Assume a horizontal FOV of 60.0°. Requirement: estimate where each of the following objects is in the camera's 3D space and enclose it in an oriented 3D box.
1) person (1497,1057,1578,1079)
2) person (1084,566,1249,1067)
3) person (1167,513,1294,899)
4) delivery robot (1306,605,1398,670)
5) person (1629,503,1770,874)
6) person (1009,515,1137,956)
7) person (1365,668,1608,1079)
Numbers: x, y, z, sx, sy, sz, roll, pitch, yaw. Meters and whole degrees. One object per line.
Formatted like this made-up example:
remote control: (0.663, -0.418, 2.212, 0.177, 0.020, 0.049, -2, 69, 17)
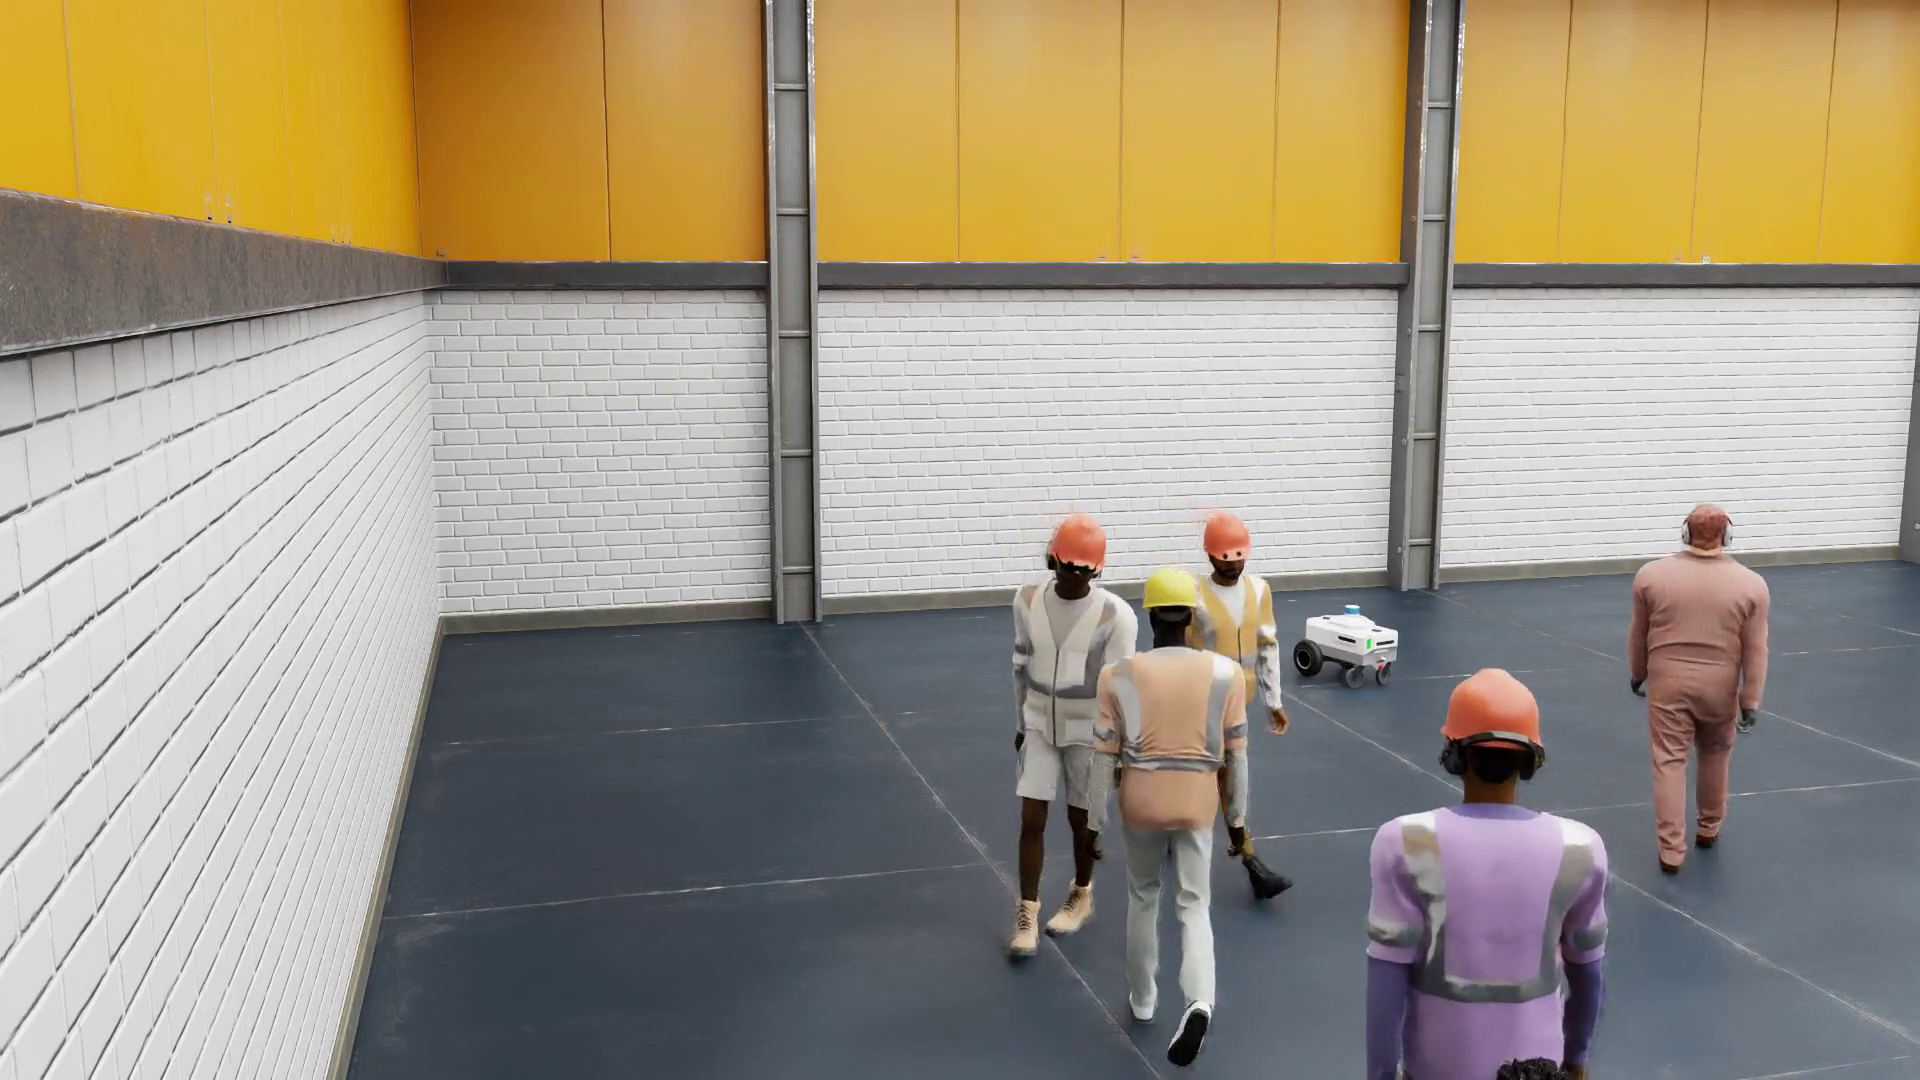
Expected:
person: (0.960, 1.742, 2.952, 0.542, 1.658, 0.871, 2, 9, 14)
person: (0.812, 1.065, 6.469, 0.639, 1.891, 0.794, 0, 9, 2)
person: (1.321, 0.793, 8.178, 0.539, 1.867, 1.002, -5, 10, -29)
delivery robot: (2.918, 0.730, 12.396, 0.477, 0.478, 0.707, -6, 11, -31)
person: (3.799, 0.730, 8.601, 0.651, 1.871, 0.874, 4, 10, 24)
person: (0.477, 0.867, 7.350, 0.641, 1.992, 0.799, 4, 10, 26)
person: (1.381, 1.320, 4.504, 0.630, 1.998, 0.982, 1, 9, 6)
